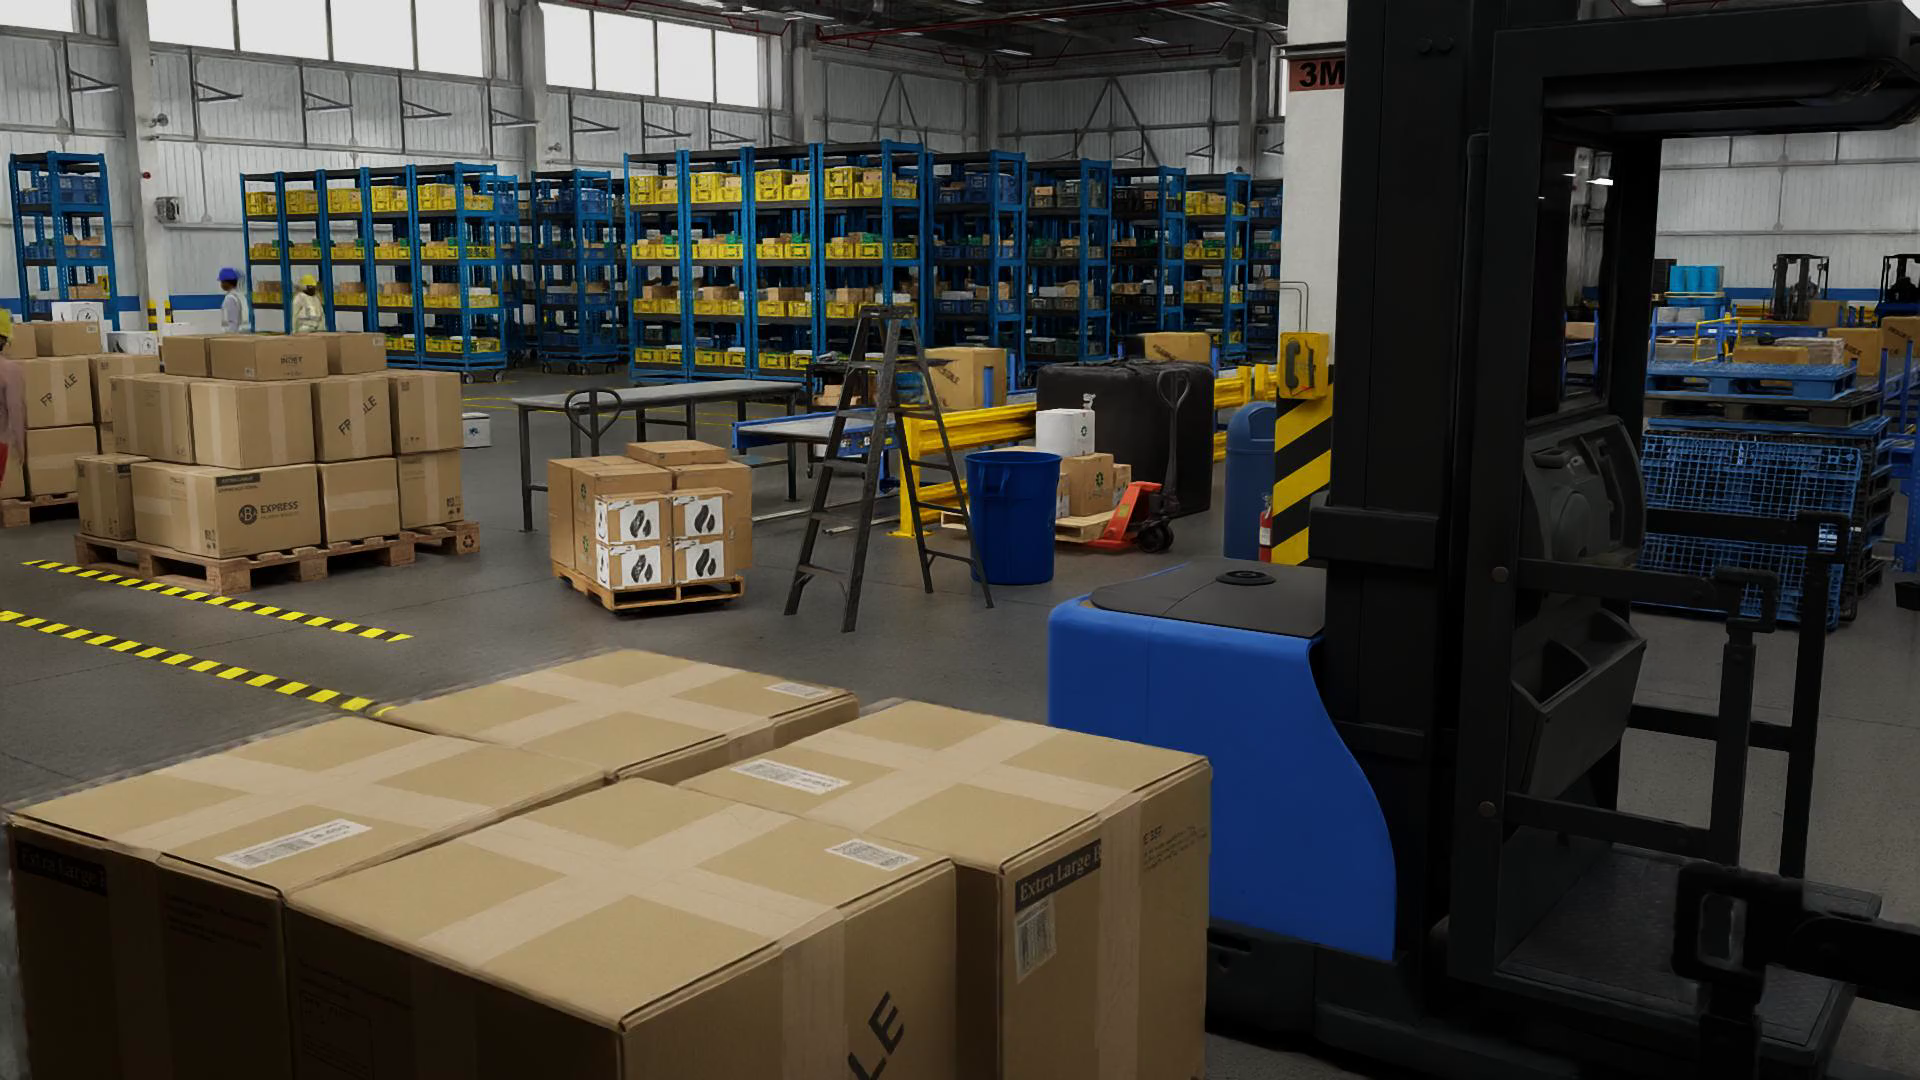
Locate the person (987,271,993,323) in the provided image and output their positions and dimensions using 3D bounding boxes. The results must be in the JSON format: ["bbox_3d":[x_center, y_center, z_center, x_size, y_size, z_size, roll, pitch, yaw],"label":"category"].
[{"bbox_3d":[0.602,-5.291,38.213,0.605,1.810,0.851,6,11,33],"label":"person"}]

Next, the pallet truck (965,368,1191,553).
[{"bbox_3d":[0.845,-0.609,11.869,1.630,1.274,0.653,7,12,35],"label":"pallet truck"}]

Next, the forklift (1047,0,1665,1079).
[{"bbox_3d":[1.249,-0.137,4.360,1.873,2.768,1.129,7,12,35],"label":"forklift"}]

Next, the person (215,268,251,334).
[{"bbox_3d":[-9.929,-2.728,22.613,0.661,1.921,0.631,-1,10,-3],"label":"person"}]

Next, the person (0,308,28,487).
[{"bbox_3d":[-6.287,-0.630,10.696,0.587,1.720,0.381,-2,10,-11],"label":"person"}]

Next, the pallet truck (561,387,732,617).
[{"bbox_3d":[-1.981,-0.274,10.088,0.680,1.201,1.601,-5,11,-28],"label":"pallet truck"}]

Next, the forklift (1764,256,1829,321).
[{"bbox_3d":[20.253,-5.854,40.139,1.157,1.987,2.680,7,12,35],"label":"forklift"}]

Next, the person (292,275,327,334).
[{"bbox_3d":[-11.100,-3.598,28.208,0.803,1.799,0.594,3,10,18],"label":"person"}]

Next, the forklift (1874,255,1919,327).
[{"bbox_3d":[22.089,-5.634,38.796,1.157,1.987,2.680,6,11,33],"label":"forklift"}]
